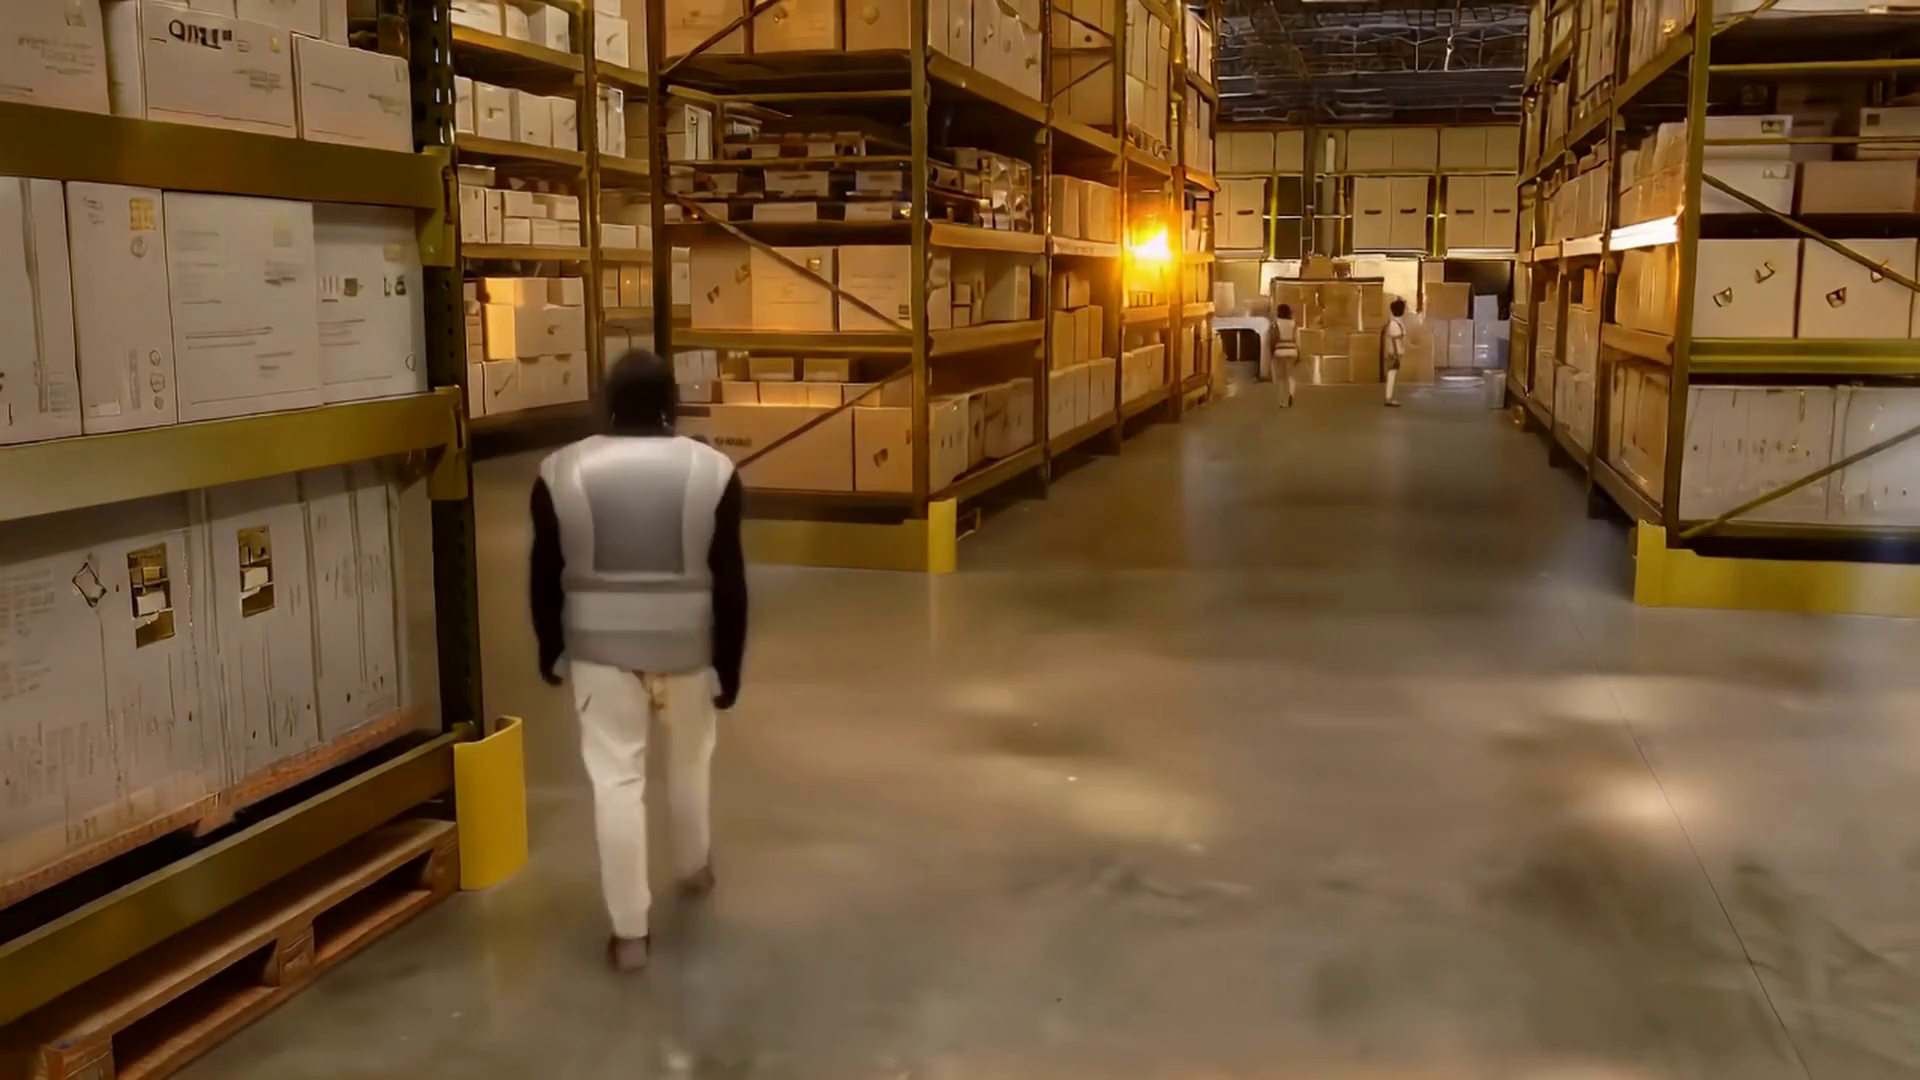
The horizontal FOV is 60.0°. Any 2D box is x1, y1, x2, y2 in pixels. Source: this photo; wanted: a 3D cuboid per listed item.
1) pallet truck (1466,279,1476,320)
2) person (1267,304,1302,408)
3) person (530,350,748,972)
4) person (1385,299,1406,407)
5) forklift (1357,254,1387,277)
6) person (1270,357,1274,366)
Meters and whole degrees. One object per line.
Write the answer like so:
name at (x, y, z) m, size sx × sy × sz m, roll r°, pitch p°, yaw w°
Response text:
pallet truck at (18.896, -8.459, 60.307) m, size 1.885 × 1.965 × 0.823 m, roll 5°, pitch 10°, yaw 31°
person at (5.072, -2.880, 26.040) m, size 0.538 × 1.620 × 0.390 m, roll 0°, pitch 9°, yaw 1°
person at (-0.982, 0.322, 5.119) m, size 0.646 × 1.796 × 0.920 m, roll -1°, pitch 9°, yaw -9°
person at (6.867, -2.943, 26.214) m, size 0.316 × 1.696 × 0.542 m, roll 2°, pitch 9°, yaw 15°
forklift at (13.702, -8.146, 55.528) m, size 1.129 × 2.768 × 1.873 m, roll 8°, pitch 12°, yaw 43°
person at (7.105, -4.669, 36.460) m, size 0.406 × 1.923 × 0.582 m, roll 0°, pitch 9°, yaw 2°
